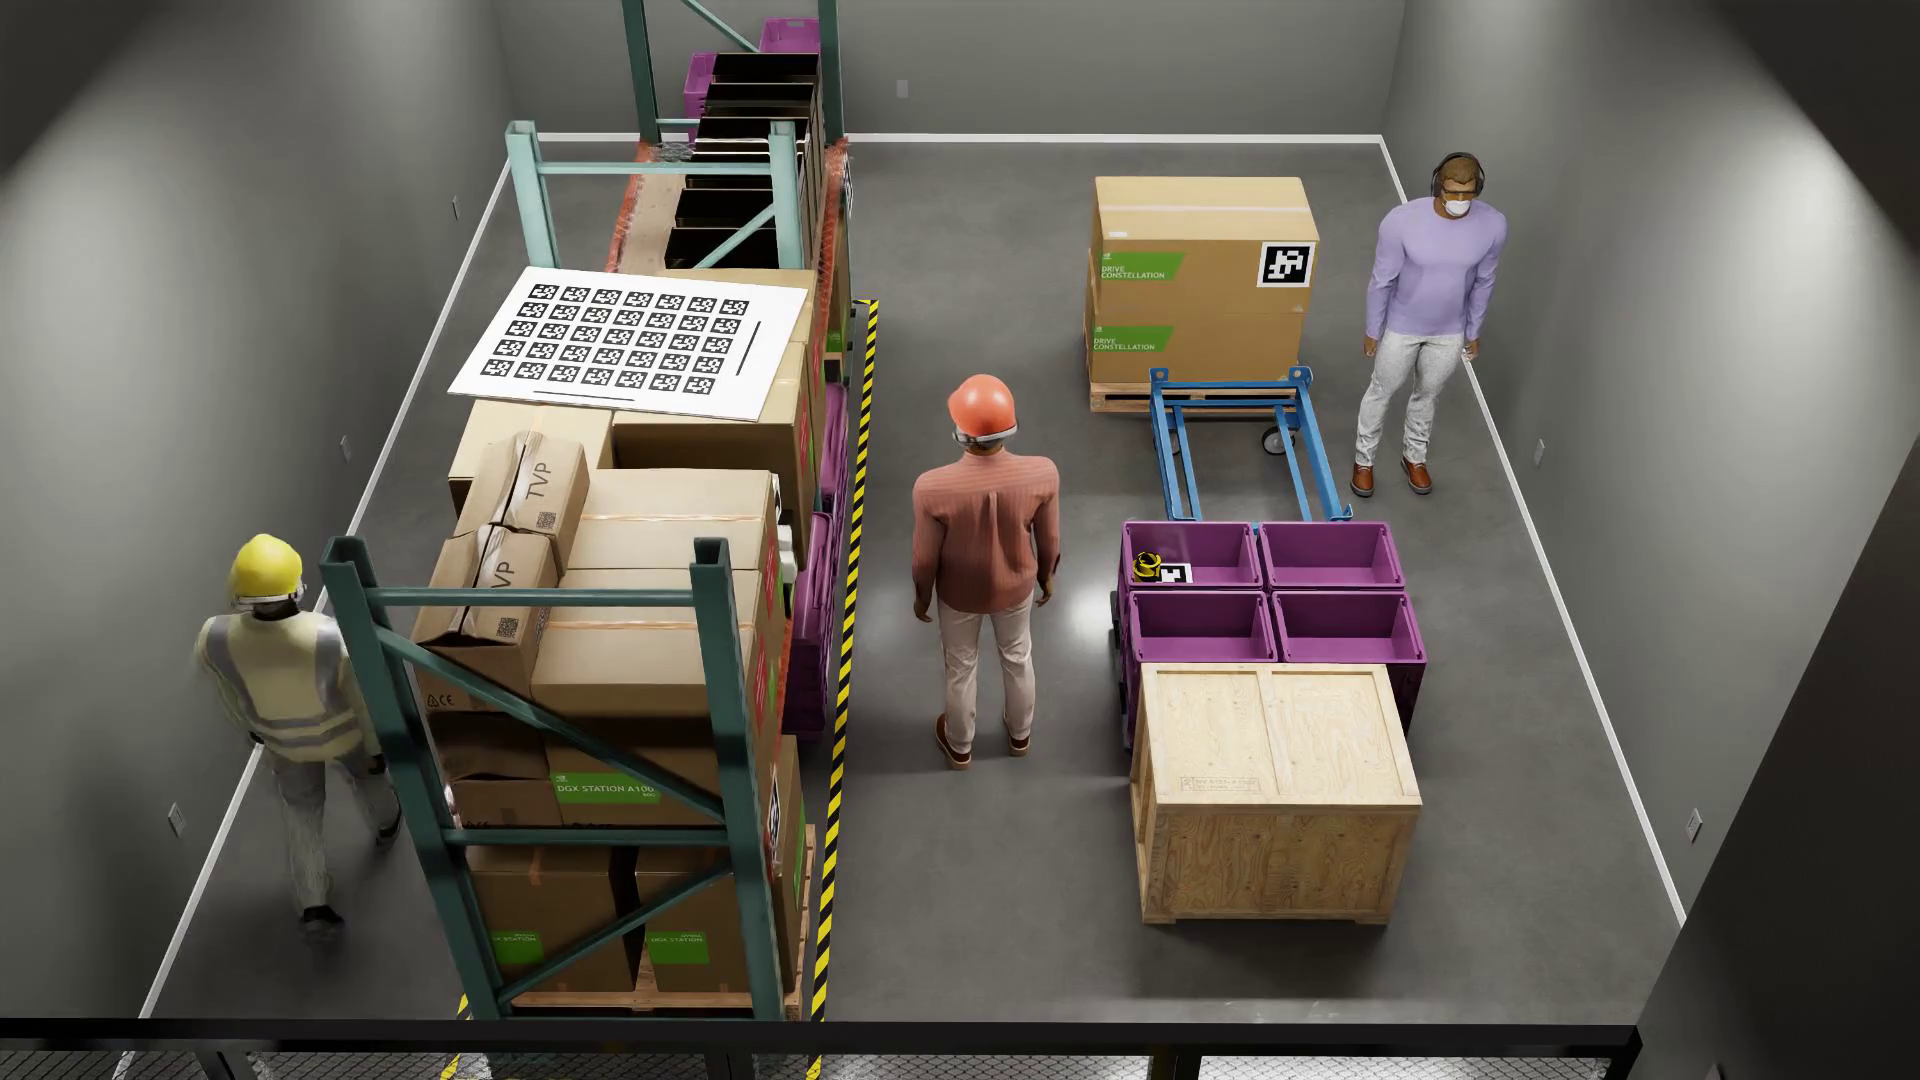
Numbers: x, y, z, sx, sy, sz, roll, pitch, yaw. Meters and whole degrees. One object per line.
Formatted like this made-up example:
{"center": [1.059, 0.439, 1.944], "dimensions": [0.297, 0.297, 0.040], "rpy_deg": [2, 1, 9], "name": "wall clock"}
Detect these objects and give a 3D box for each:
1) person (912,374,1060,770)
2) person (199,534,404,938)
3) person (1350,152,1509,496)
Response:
{"center": [0.101, 0.160, 6.886], "dimensions": [0.622, 1.995, 0.382], "rpy_deg": [-9, 42, -10], "name": "person"}
{"center": [-2.489, 0.737, 6.376], "dimensions": [0.592, 1.809, 0.829], "rpy_deg": [-5, 41, -6], "name": "person"}
{"center": [2.325, -1.062, 8.325], "dimensions": [0.629, 1.940, 0.373], "rpy_deg": [-1, 41, -2], "name": "person"}
